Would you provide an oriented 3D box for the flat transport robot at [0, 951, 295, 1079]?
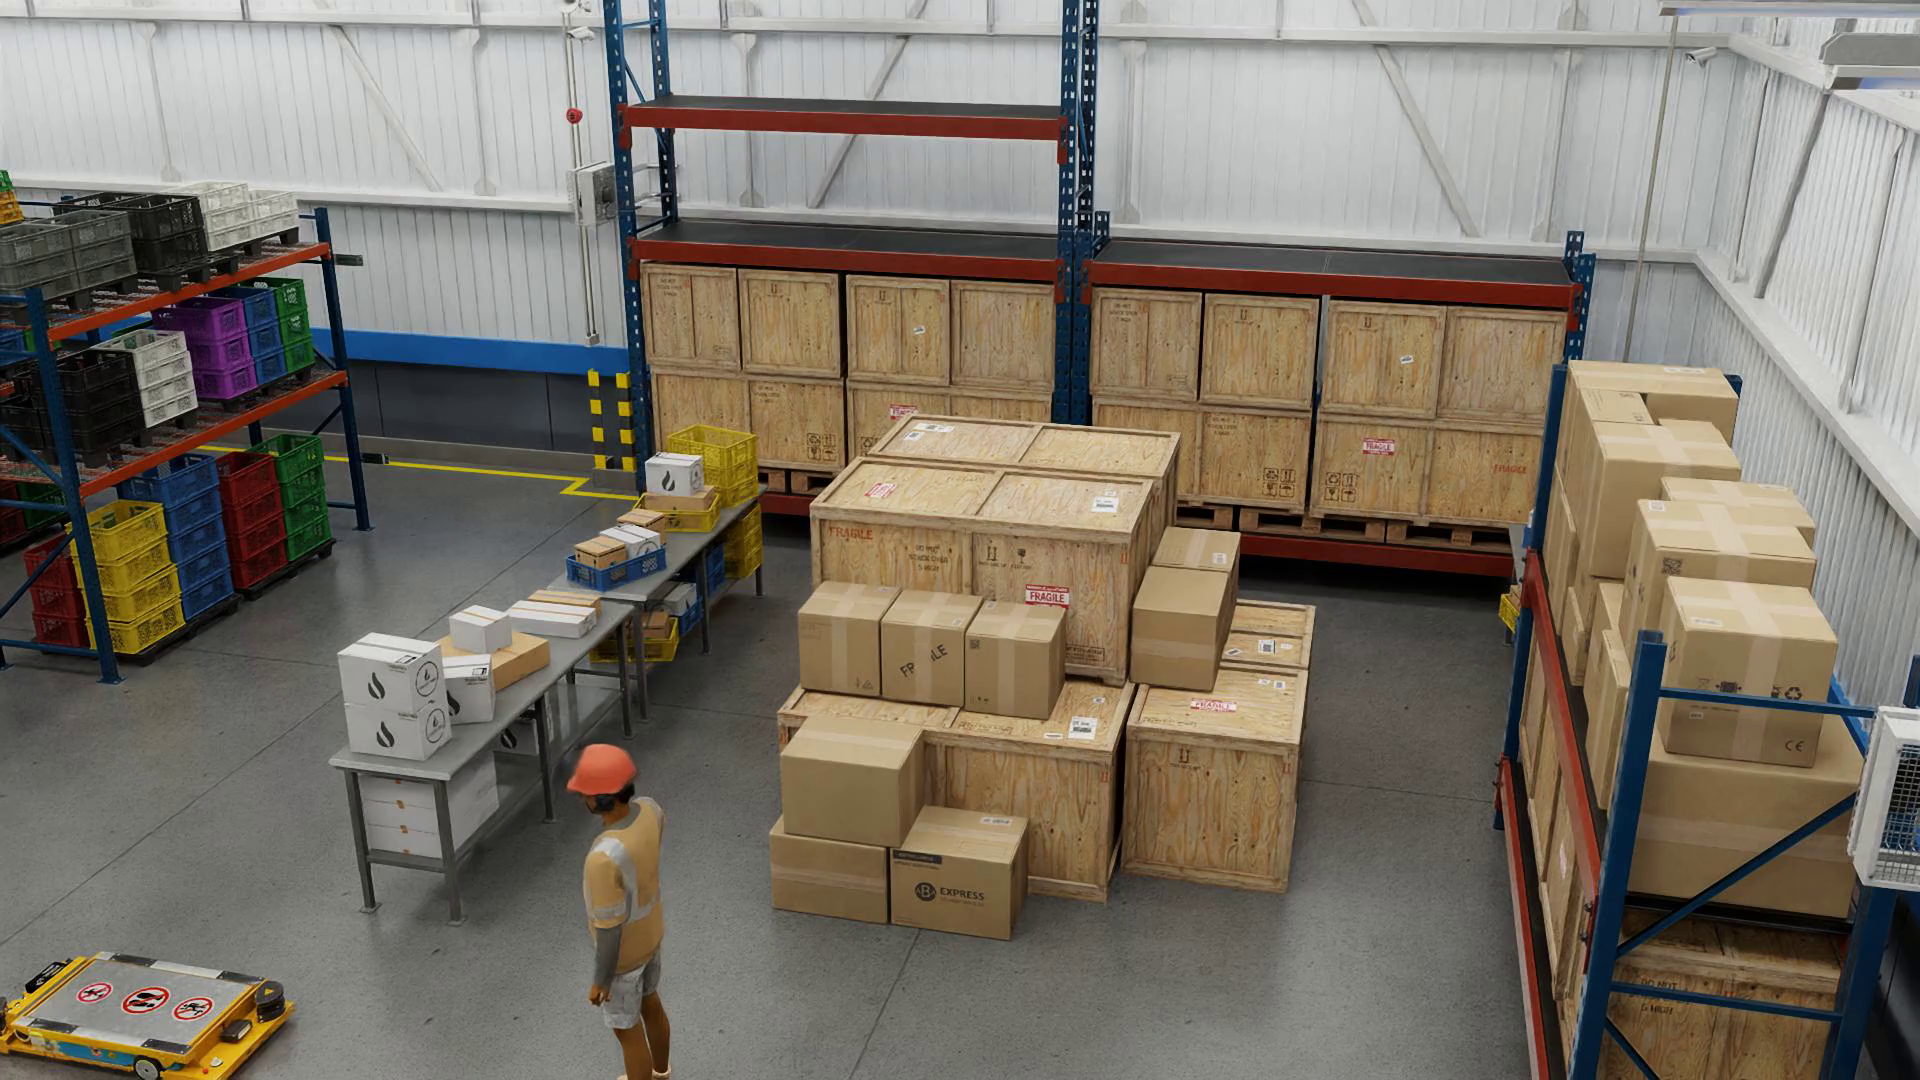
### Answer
[{"bbox_3d":[-4.270,2.464,8.601,1.431,0.231,0.659,5,22,13],"label":"flat transport robot"}]

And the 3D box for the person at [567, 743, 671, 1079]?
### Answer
[{"bbox_3d":[-1.563,1.858,7.703,0.367,2.044,0.607,4,21,10],"label":"person"}]
